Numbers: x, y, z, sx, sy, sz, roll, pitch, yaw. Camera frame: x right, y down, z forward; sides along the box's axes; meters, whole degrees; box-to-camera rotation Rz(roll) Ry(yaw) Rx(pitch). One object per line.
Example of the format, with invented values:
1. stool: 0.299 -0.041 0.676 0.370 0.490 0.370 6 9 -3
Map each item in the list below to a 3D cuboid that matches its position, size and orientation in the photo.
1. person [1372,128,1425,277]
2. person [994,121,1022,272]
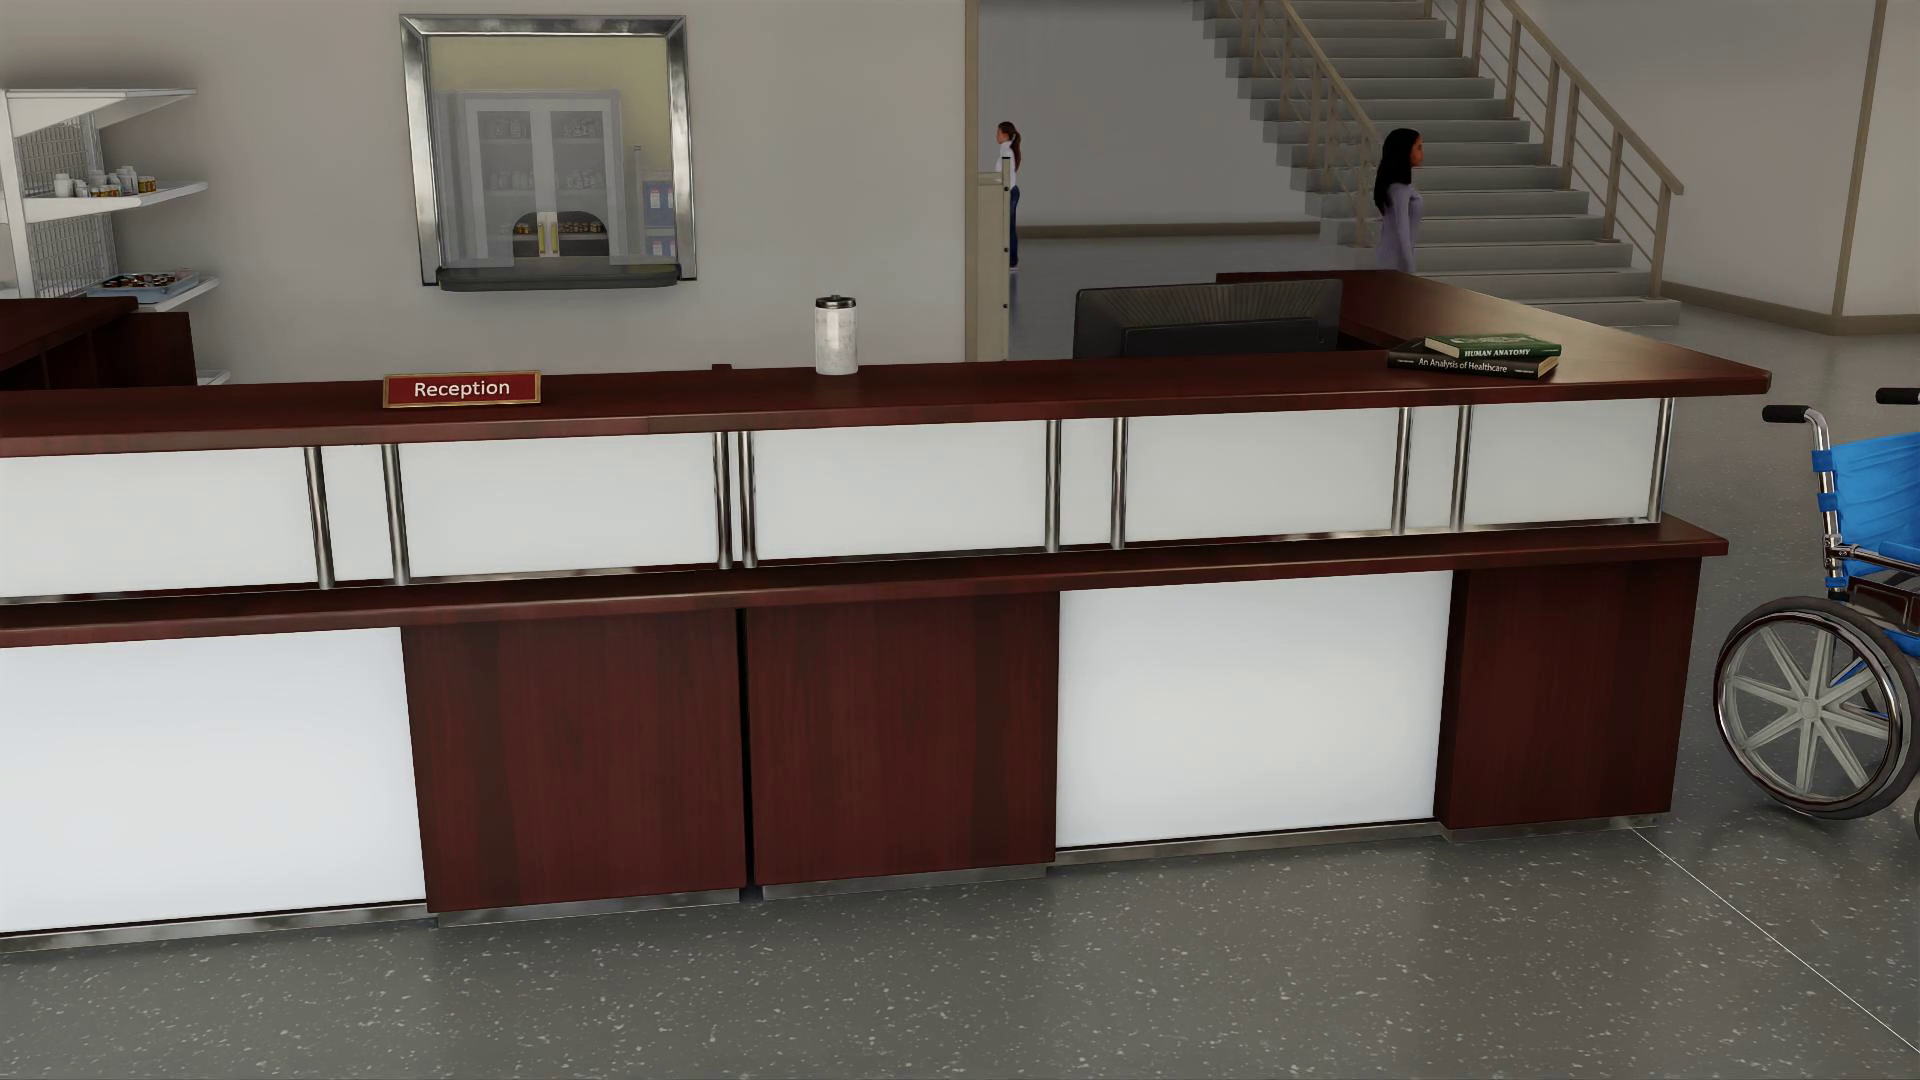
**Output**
1. person: 2.597 -1.671 10.372 0.866 1.720 0.848 3 16 10
2. person: 0.516 -3.683 17.807 0.655 1.557 0.528 2 16 7
